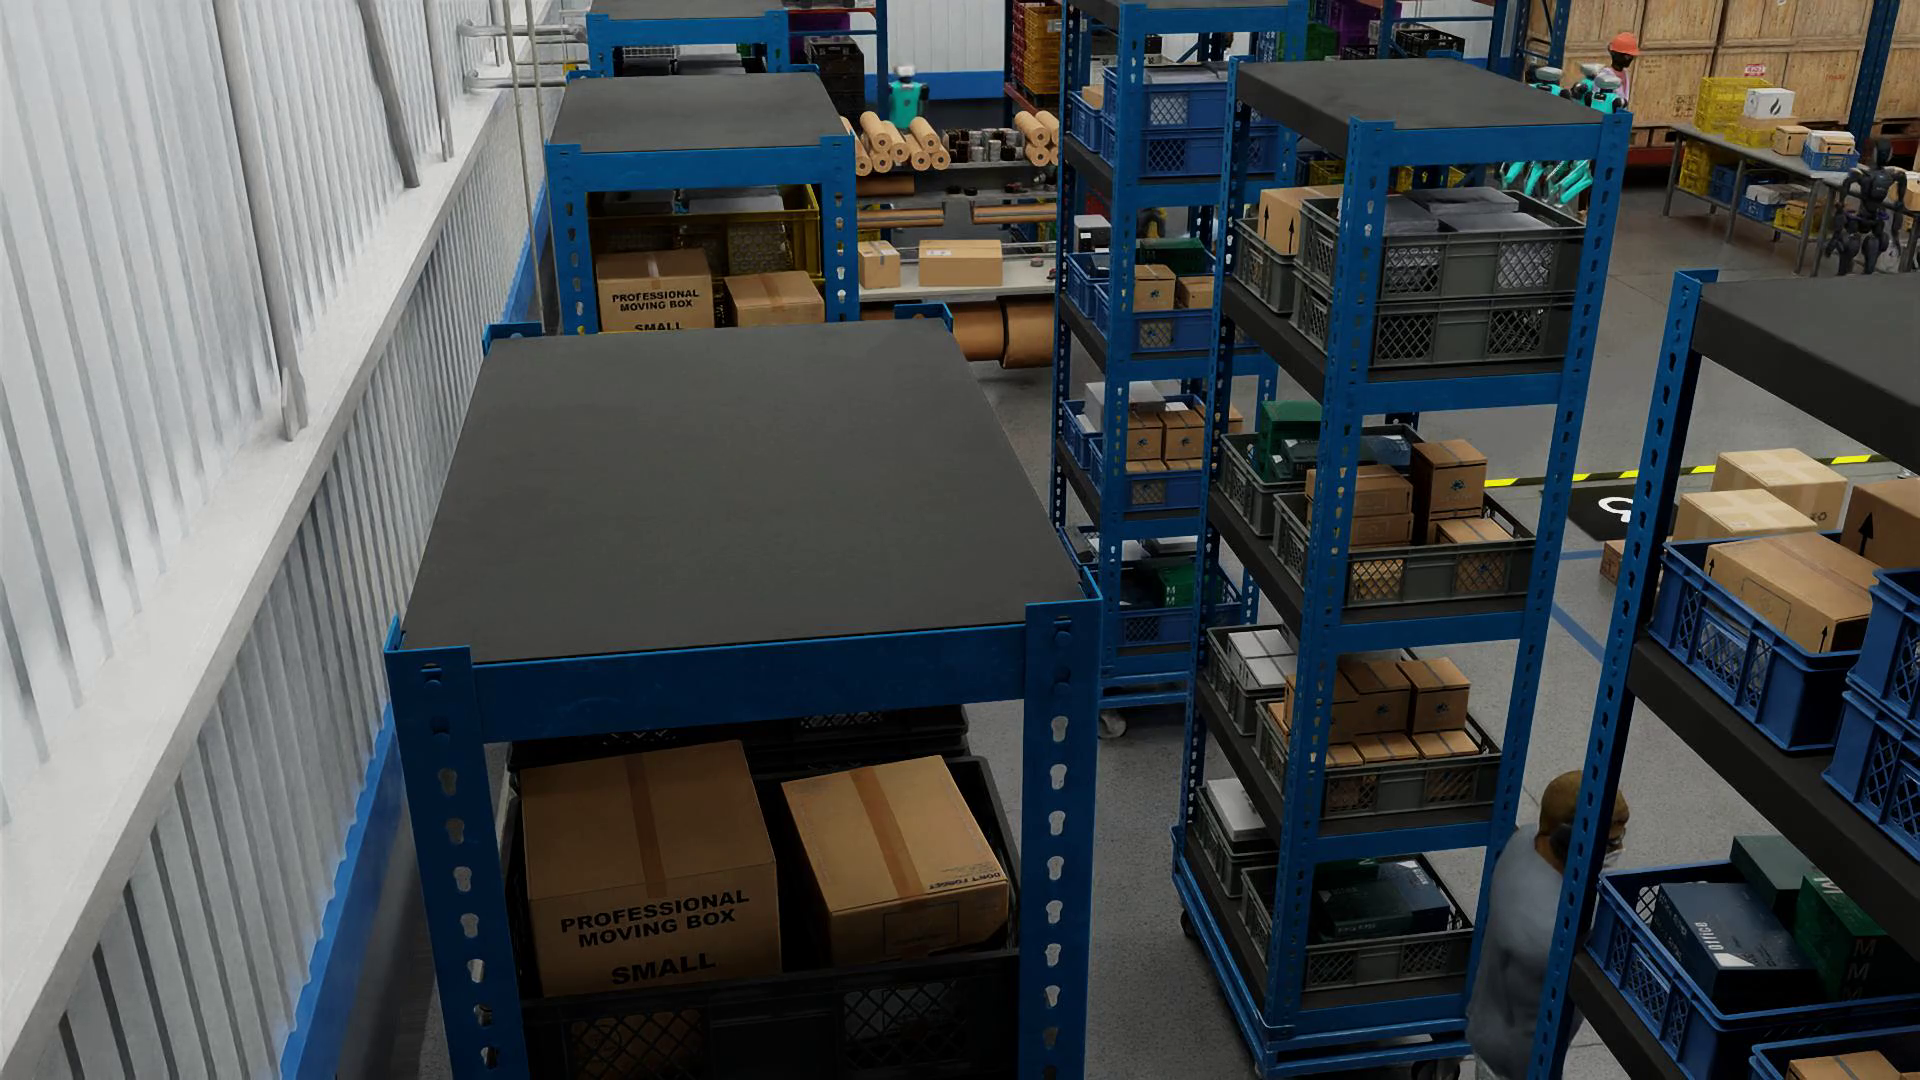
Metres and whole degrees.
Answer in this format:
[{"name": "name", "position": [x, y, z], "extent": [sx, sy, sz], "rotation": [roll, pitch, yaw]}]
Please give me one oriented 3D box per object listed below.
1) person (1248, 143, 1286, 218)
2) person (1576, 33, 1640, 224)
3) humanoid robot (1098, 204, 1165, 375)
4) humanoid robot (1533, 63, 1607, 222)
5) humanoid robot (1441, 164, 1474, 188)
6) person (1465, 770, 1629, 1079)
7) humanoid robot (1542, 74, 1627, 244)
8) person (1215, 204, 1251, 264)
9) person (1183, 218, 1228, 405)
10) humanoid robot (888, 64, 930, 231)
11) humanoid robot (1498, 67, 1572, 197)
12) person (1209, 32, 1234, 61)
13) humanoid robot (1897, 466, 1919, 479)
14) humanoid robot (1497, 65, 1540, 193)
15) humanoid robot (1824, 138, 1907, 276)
[{"name": "person", "position": [2.832, -3.286, 15.565], "extent": [0.404, 1.837, 0.589], "rotation": [4, 25, 9]}, {"name": "person", "position": [6.816, -4.270, 17.464], "extent": [0.389, 2.039, 0.613], "rotation": [21, 32, 39]}, {"name": "humanoid robot", "position": [1.376, -2.075, 13.121], "extent": [0.607, 1.655, 0.378], "rotation": [16, 29, 31]}, {"name": "humanoid robot", "position": [6.402, -4.244, 17.814], "extent": [0.540, 1.734, 0.986], "rotation": [-17, 30, -32]}, {"name": "humanoid robot", "position": [5.104, -3.797, 16.855], "extent": [0.589, 1.650, 0.361], "rotation": [-15, 29, -30]}, {"name": "person", "position": [1.703, 1.523, 4.997], "extent": [0.372, 1.934, 0.626], "rotation": [6, 25, 13]}, {"name": "humanoid robot", "position": [6.140, -3.754, 16.596], "extent": [0.740, 1.697, 0.530], "rotation": [-9, 26, -18]}, {"name": "person", "position": [2.486, -3.060, 15.085], "extent": [0.431, 1.836, 0.617], "rotation": [0, 25, -1]}, {"name": "person", "position": [1.627, -1.268, 11.168], "extent": [0.407, 1.846, 0.588], "rotation": [-4, 25, -8]}, {"name": "humanoid robot", "position": [-0.678, -4.139, 17.618], "extent": [0.555, 1.844, 0.873], "rotation": [-8, 26, -16]}, {"name": "humanoid robot", "position": [5.789, -3.870, 17.041], "extent": [0.544, 1.832, 0.777], "rotation": [20, 31, 36]}, {"name": "person", "position": [2.988, -4.996, 19.225], "extent": [0.342, 1.881, 0.585], "rotation": [-13, 28, -27]}, {"name": "humanoid robot", "position": [6.431, -1.145, 10.865], "extent": [0.735, 1.681, 0.533], "rotation": [-11, 27, -22]}, {"name": "humanoid robot", "position": [6.051, -4.266, 17.877], "extent": [0.608, 1.649, 0.373], "rotation": [-6, 25, -12]}, {"name": "humanoid robot", "position": [7.871, -2.692, 14.490], "extent": [0.613, 1.638, 0.592], "rotation": [3, 25, 6]}]
